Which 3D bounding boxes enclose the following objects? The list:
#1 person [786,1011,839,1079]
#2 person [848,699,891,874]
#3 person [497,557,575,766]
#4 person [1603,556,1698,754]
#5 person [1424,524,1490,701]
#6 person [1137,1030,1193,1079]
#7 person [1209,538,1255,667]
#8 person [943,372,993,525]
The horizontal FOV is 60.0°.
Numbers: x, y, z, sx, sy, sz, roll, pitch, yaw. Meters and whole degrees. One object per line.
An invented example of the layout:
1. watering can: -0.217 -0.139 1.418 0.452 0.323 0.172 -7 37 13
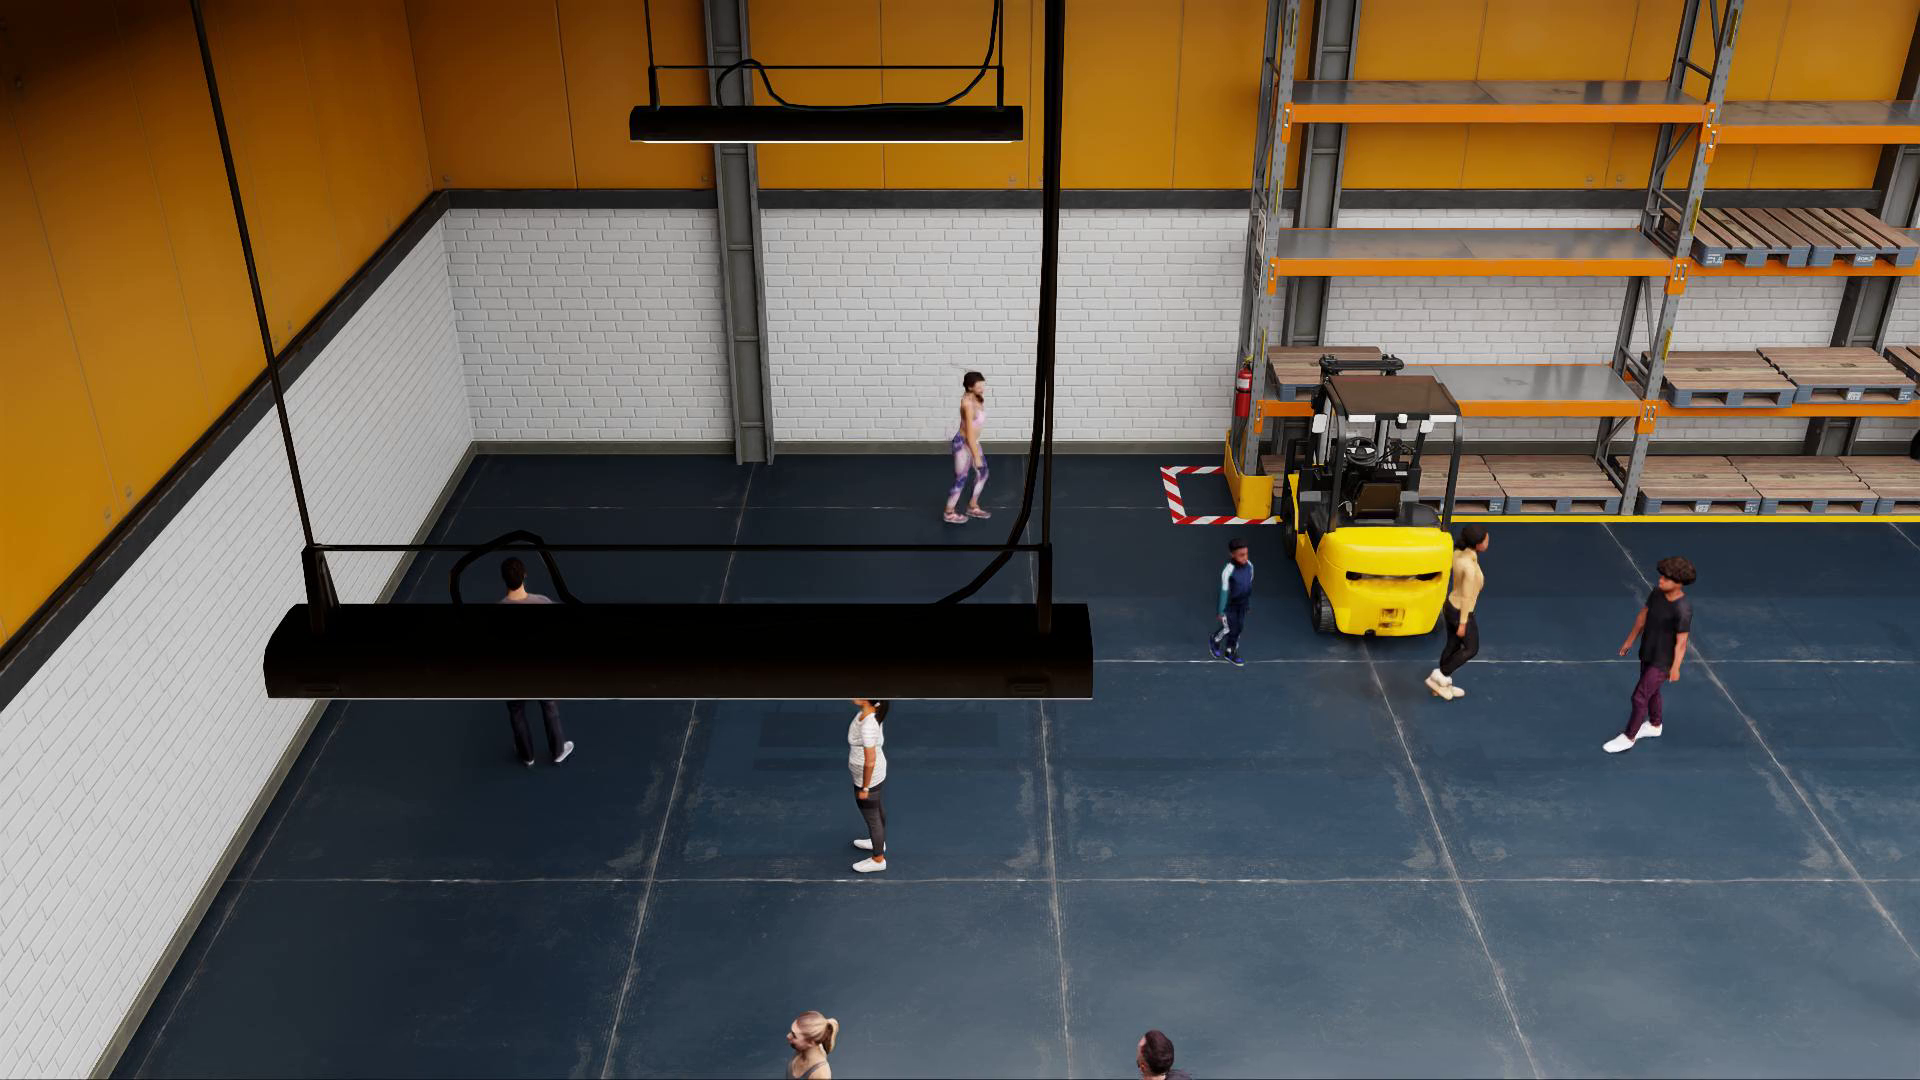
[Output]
1. person: -0.803 3.265 9.227 0.638 1.703 0.636 -9 30 -16
2. person: -0.658 1.694 12.166 0.520 1.646 0.558 0 29 1
3. person: -3.449 1.004 13.230 0.750 1.839 0.875 -12 31 -21
4. person: 5.742 0.911 13.485 0.863 1.759 0.684 -2 29 -4
5. person: 4.161 0.620 14.137 0.624 1.645 0.612 2 29 3
6. person: 1.042 3.379 8.893 0.865 1.824 0.904 -15 32 -25
7. person: 2.398 0.516 14.741 0.643 1.250 0.699 -19 34 -31
8. person: 0.016 -0.926 16.885 0.763 1.728 0.658 -1 29 -2
